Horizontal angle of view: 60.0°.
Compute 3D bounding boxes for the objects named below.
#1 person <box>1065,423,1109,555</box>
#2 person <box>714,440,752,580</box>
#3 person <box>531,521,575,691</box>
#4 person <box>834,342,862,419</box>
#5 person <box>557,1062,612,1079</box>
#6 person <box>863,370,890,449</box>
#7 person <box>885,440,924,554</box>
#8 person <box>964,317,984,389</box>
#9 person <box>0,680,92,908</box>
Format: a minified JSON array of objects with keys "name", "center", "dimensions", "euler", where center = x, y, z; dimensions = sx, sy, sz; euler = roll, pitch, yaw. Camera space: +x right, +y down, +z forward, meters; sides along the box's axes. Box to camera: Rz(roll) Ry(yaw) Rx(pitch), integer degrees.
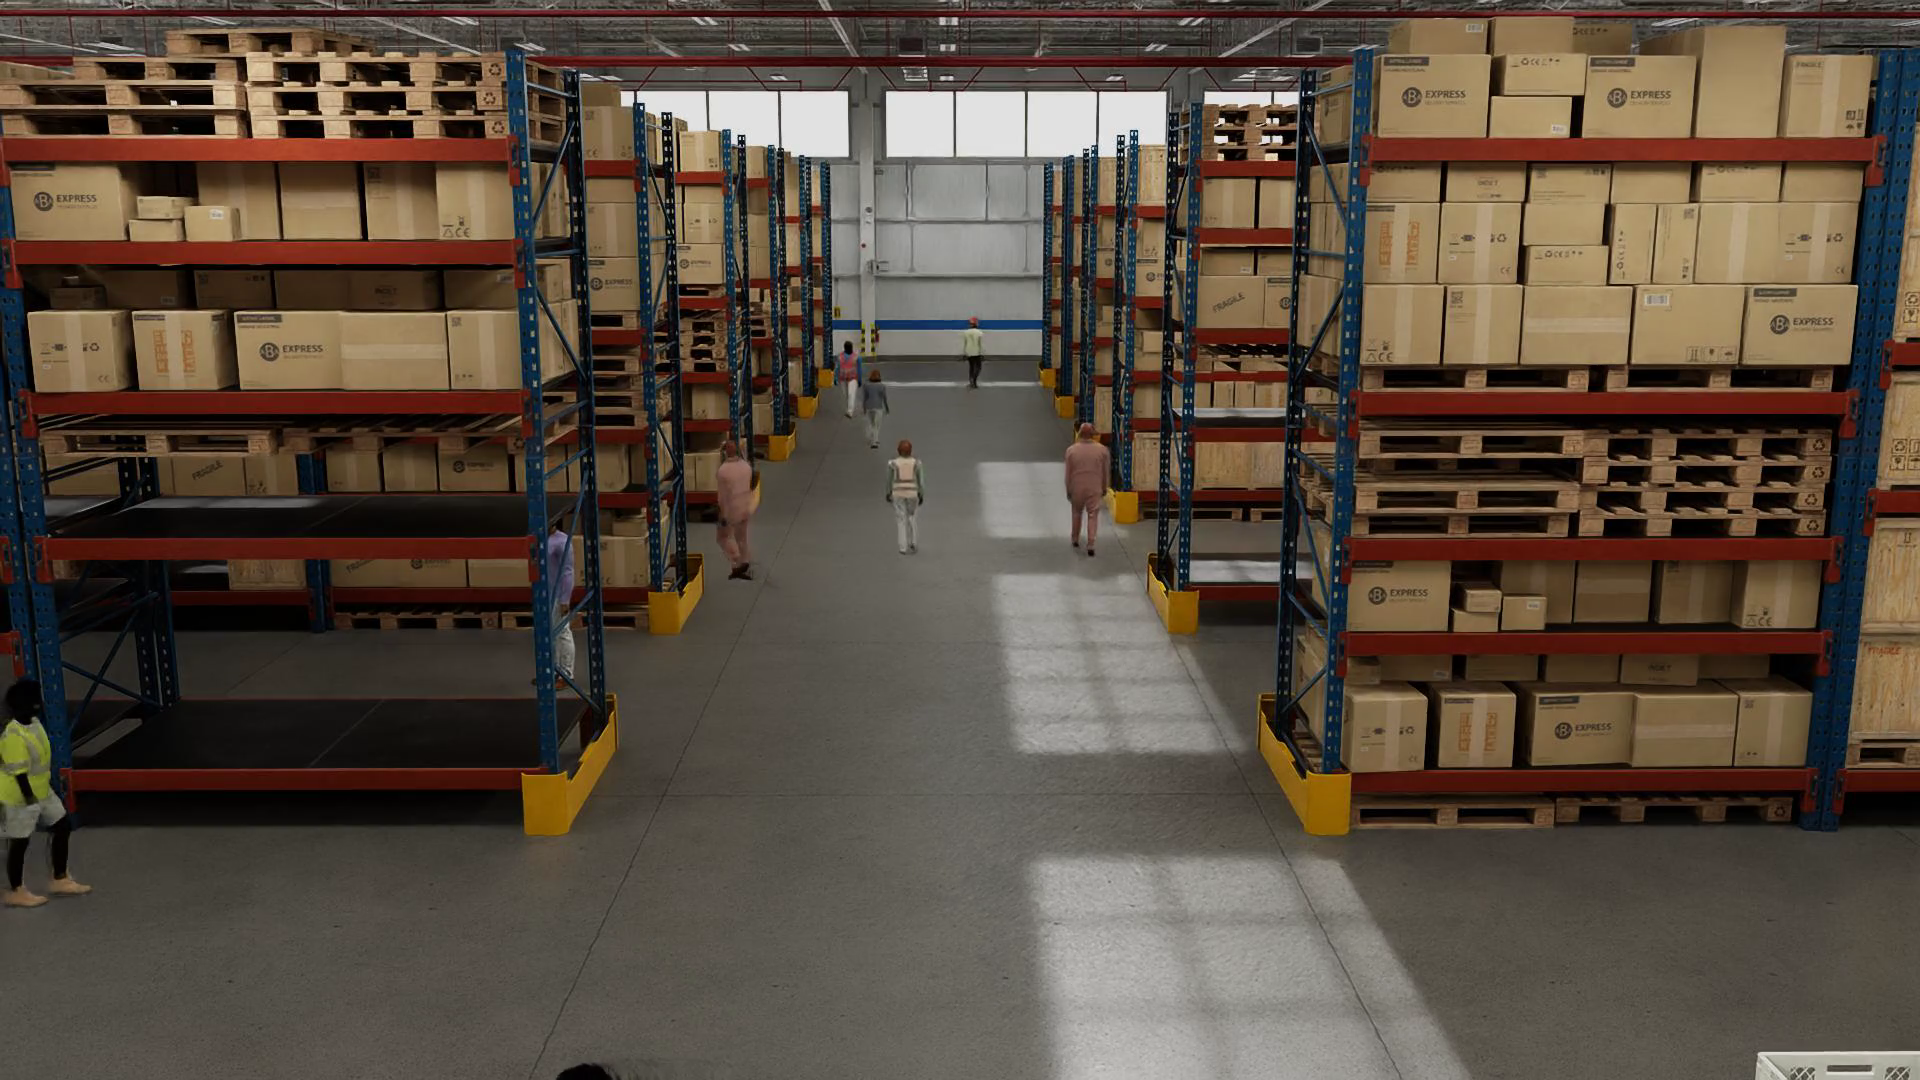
[{"name":"person","center":[1.823,-0.750,23.962],"dimensions":[0.636,1.860,1.011],"euler":[1,11,3]},{"name":"person","center":[-3.012,-0.384,22.084],"dimensions":[0.446,1.893,0.637],"euler":[9,15,38]},{"name":"person","center":[-4.212,0.583,17.155],"dimensions":[0.636,1.939,0.364],"euler":[11,16,43]},{"name":"person","center":[-2.638,-3.756,39.026],"dimensions":[0.620,1.787,0.944],"euler":[3,12,15]},{"name":"person","center":[-1.472,2.854,6.601],"dimensions":[0.888,1.642,0.549],"euler":[0,11,1]},{"name":"person","center":[-1.699,-2.687,34.197],"dimensions":[0.505,1.604,0.752],"euler":[5,12,23]},{"name":"person","center":[-0.809,-0.635,24.017],"dimensions":[0.527,1.603,0.777],"euler":[-2,12,-11]},{"name":"person","center":[0.356,-5.037,44.911],"dimensions":[0.620,1.977,0.588],"euler":[5,12,24]},{"name":"person","center":[-6.497,1.800,11.762],"dimensions":[0.640,1.668,0.544],"euler":[-2,12,-8]}]
